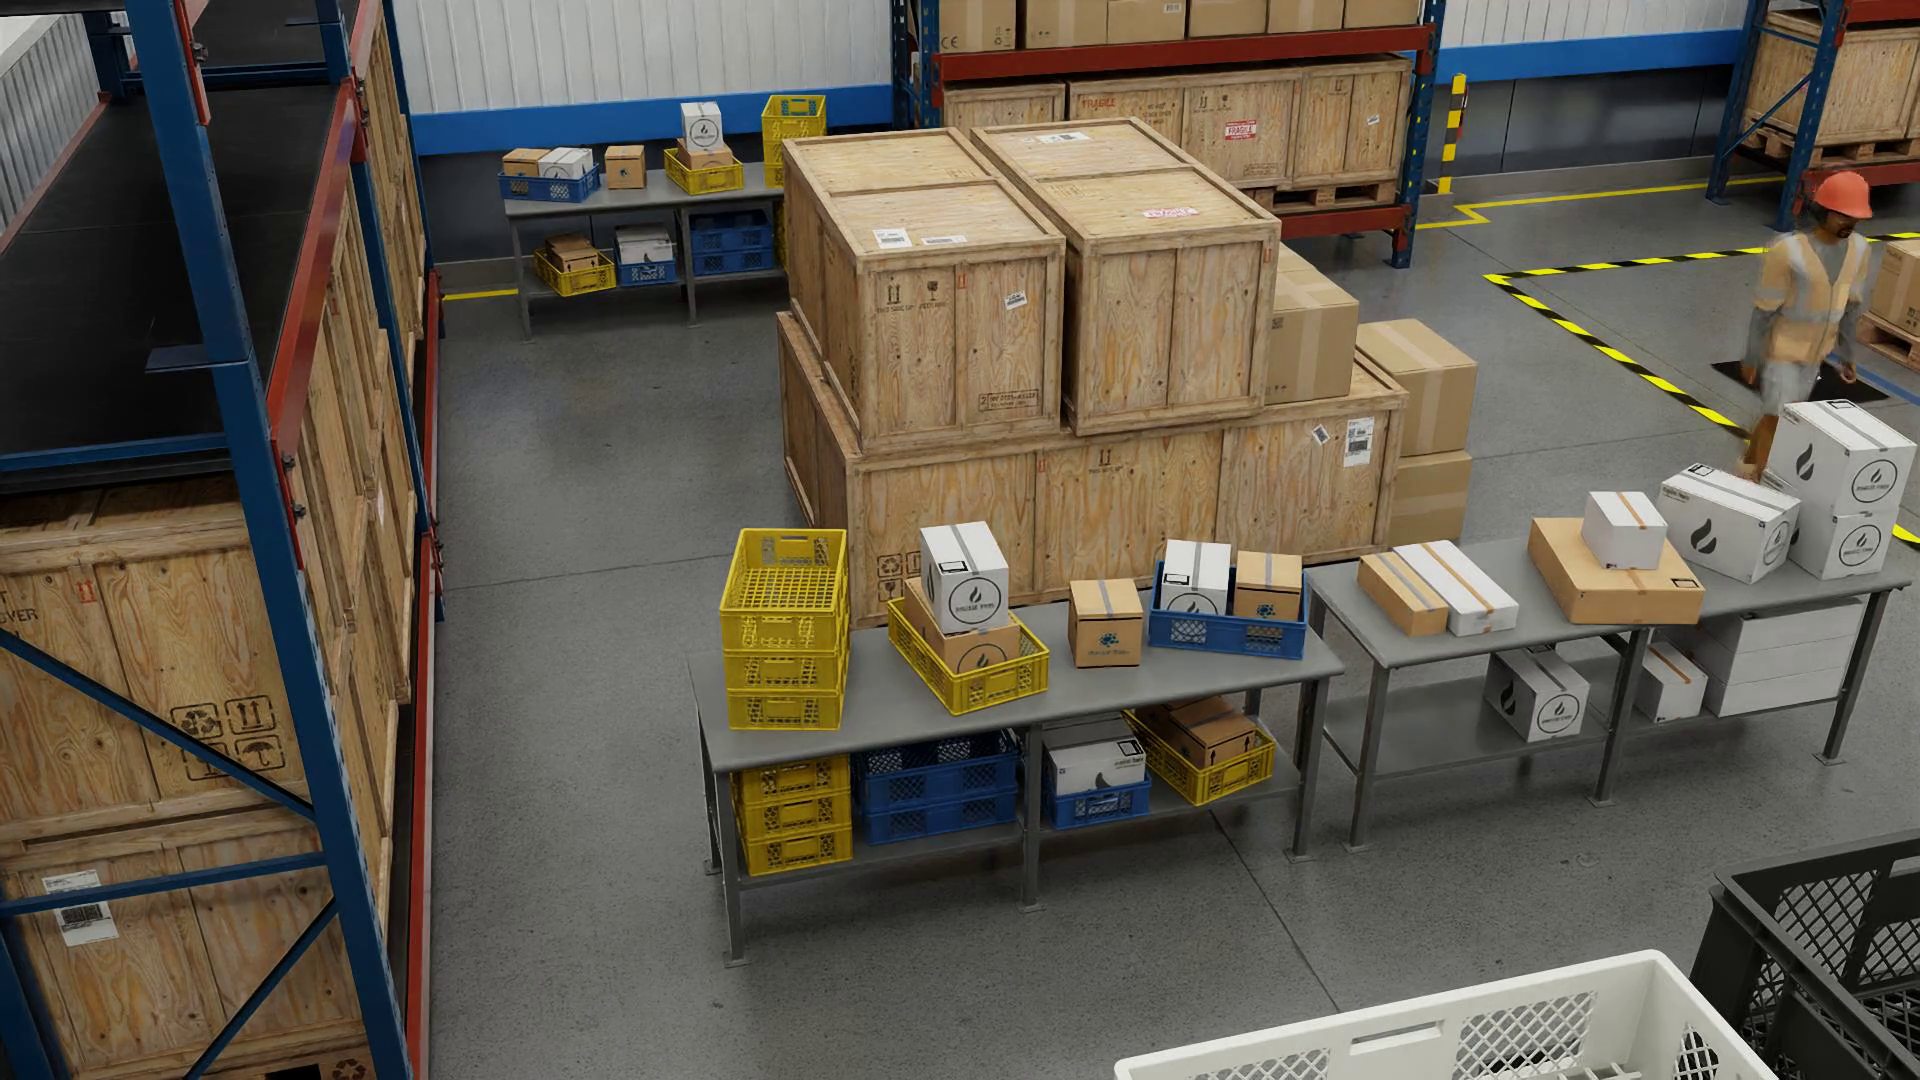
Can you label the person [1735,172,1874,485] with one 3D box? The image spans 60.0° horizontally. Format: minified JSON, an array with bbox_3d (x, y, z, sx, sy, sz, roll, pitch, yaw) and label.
[{"bbox_3d":[4.674,-1.003,9.154,0.604,2.004,0.935,-8,30,-15],"label":"person"}]
